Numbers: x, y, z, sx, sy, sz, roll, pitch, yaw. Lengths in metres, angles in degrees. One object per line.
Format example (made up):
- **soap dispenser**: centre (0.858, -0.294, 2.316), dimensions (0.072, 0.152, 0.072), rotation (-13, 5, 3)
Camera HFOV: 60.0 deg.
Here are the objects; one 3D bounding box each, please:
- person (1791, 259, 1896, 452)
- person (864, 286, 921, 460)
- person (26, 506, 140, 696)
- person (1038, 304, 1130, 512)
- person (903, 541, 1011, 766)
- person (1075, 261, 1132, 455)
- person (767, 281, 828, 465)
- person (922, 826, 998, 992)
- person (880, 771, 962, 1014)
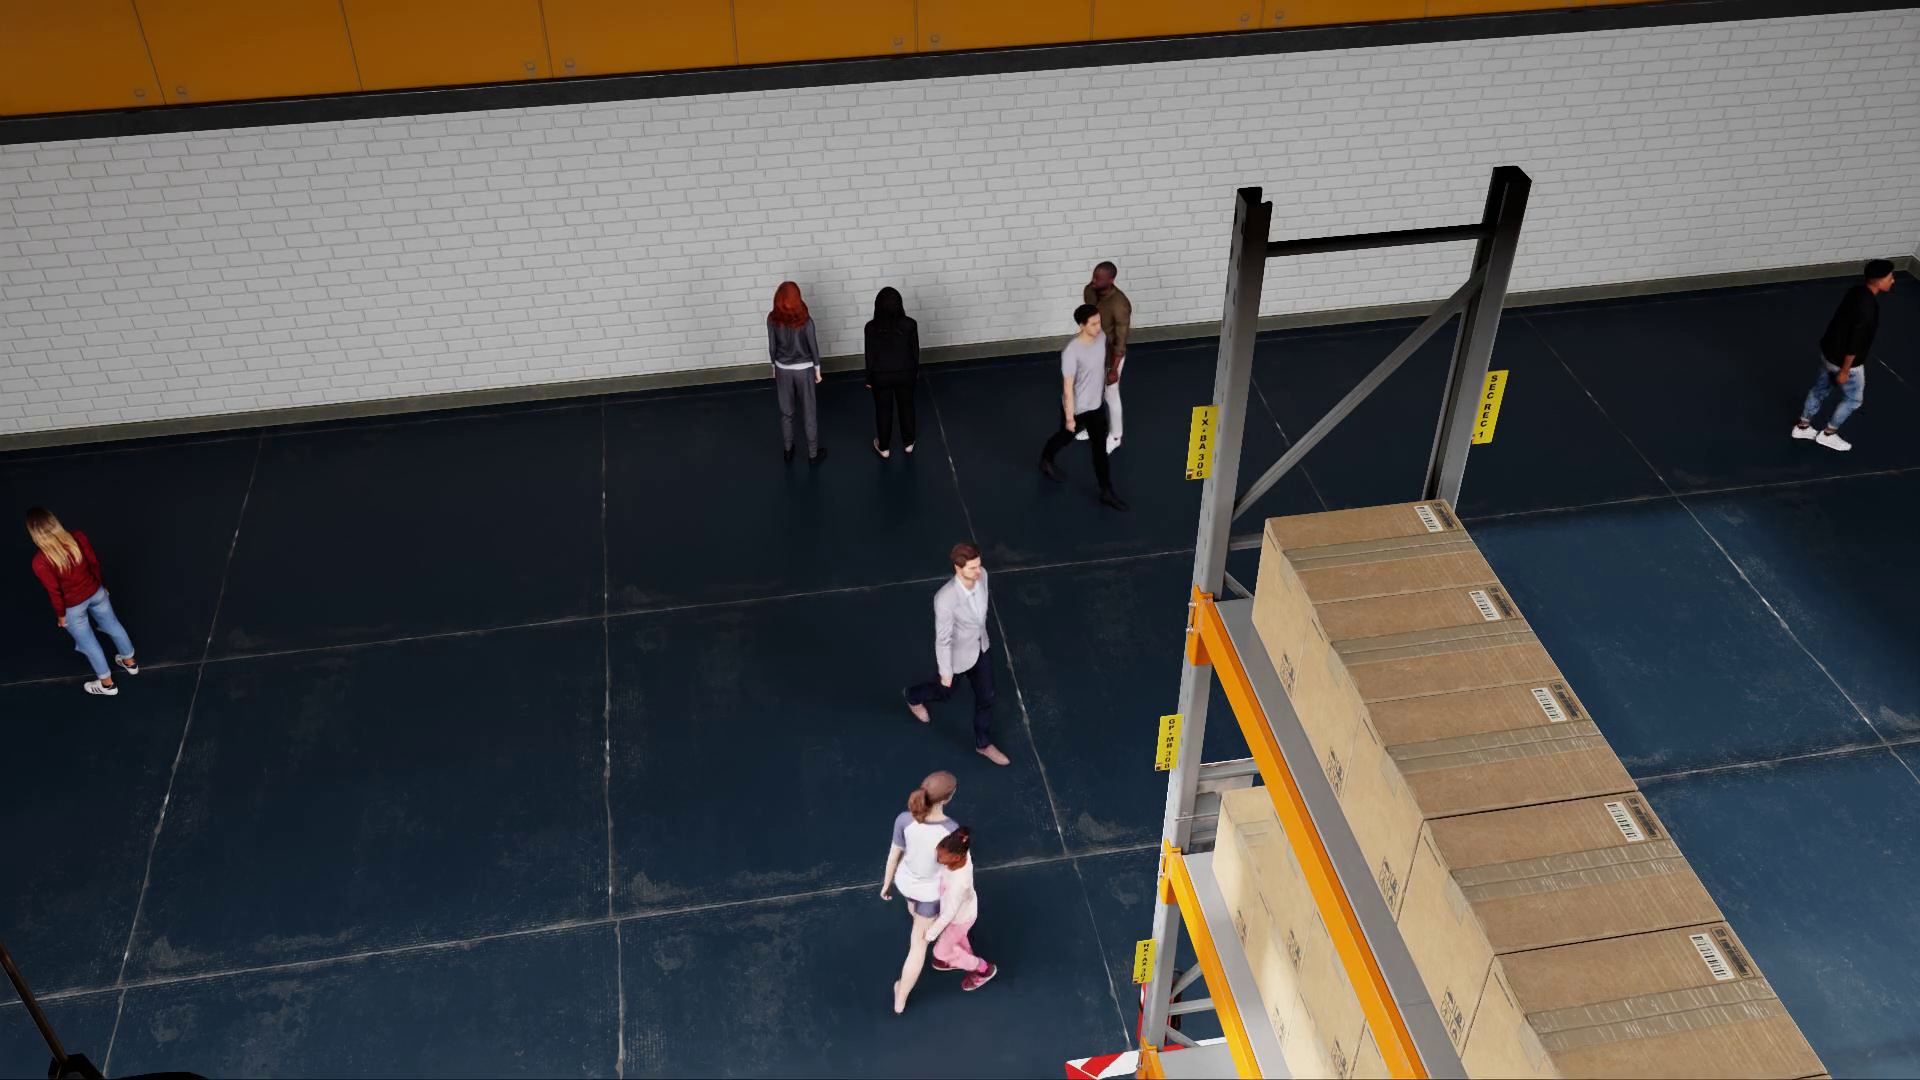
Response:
- **person**: centre (7.499, -1.606, 14.266), dimensions (0.903, 1.804, 0.814), rotation (9, 39, 11)
- **person**: centre (-0.575, -1.424, 14.187), dimensions (0.660, 1.617, 0.642), rotation (-10, 40, -12)
- **person**: centre (-6.280, 0.417, 11.868), dimensions (0.747, 1.635, 0.650), rotation (16, 41, 19)
- **person**: centre (0.929, -1.141, 13.675), dimensions (1.116, 1.814, 1.307), rotation (-31, 48, -32)
- **person**: centre (-0.053, 0.716, 11.344), dimensions (1.253, 1.820, 1.122), rotation (30, 48, 32)
- **person**: centre (1.243, -1.578, 14.217), dimensions (0.860, 1.820, 0.692), rotation (-25, 45, -28)
- **person**: centre (-1.391, -1.410, 14.043), dimensions (0.646, 1.776, 0.635), rotation (8, 39, 10)
- **person**: centre (0.034, 2.181, 9.818), dimensions (0.660, 1.438, 0.636), rotation (1, 39, 2)
- **person**: centre (-0.245, 2.095, 9.705), dimensions (0.979, 1.713, 1.193), rotation (9, 40, 11)
